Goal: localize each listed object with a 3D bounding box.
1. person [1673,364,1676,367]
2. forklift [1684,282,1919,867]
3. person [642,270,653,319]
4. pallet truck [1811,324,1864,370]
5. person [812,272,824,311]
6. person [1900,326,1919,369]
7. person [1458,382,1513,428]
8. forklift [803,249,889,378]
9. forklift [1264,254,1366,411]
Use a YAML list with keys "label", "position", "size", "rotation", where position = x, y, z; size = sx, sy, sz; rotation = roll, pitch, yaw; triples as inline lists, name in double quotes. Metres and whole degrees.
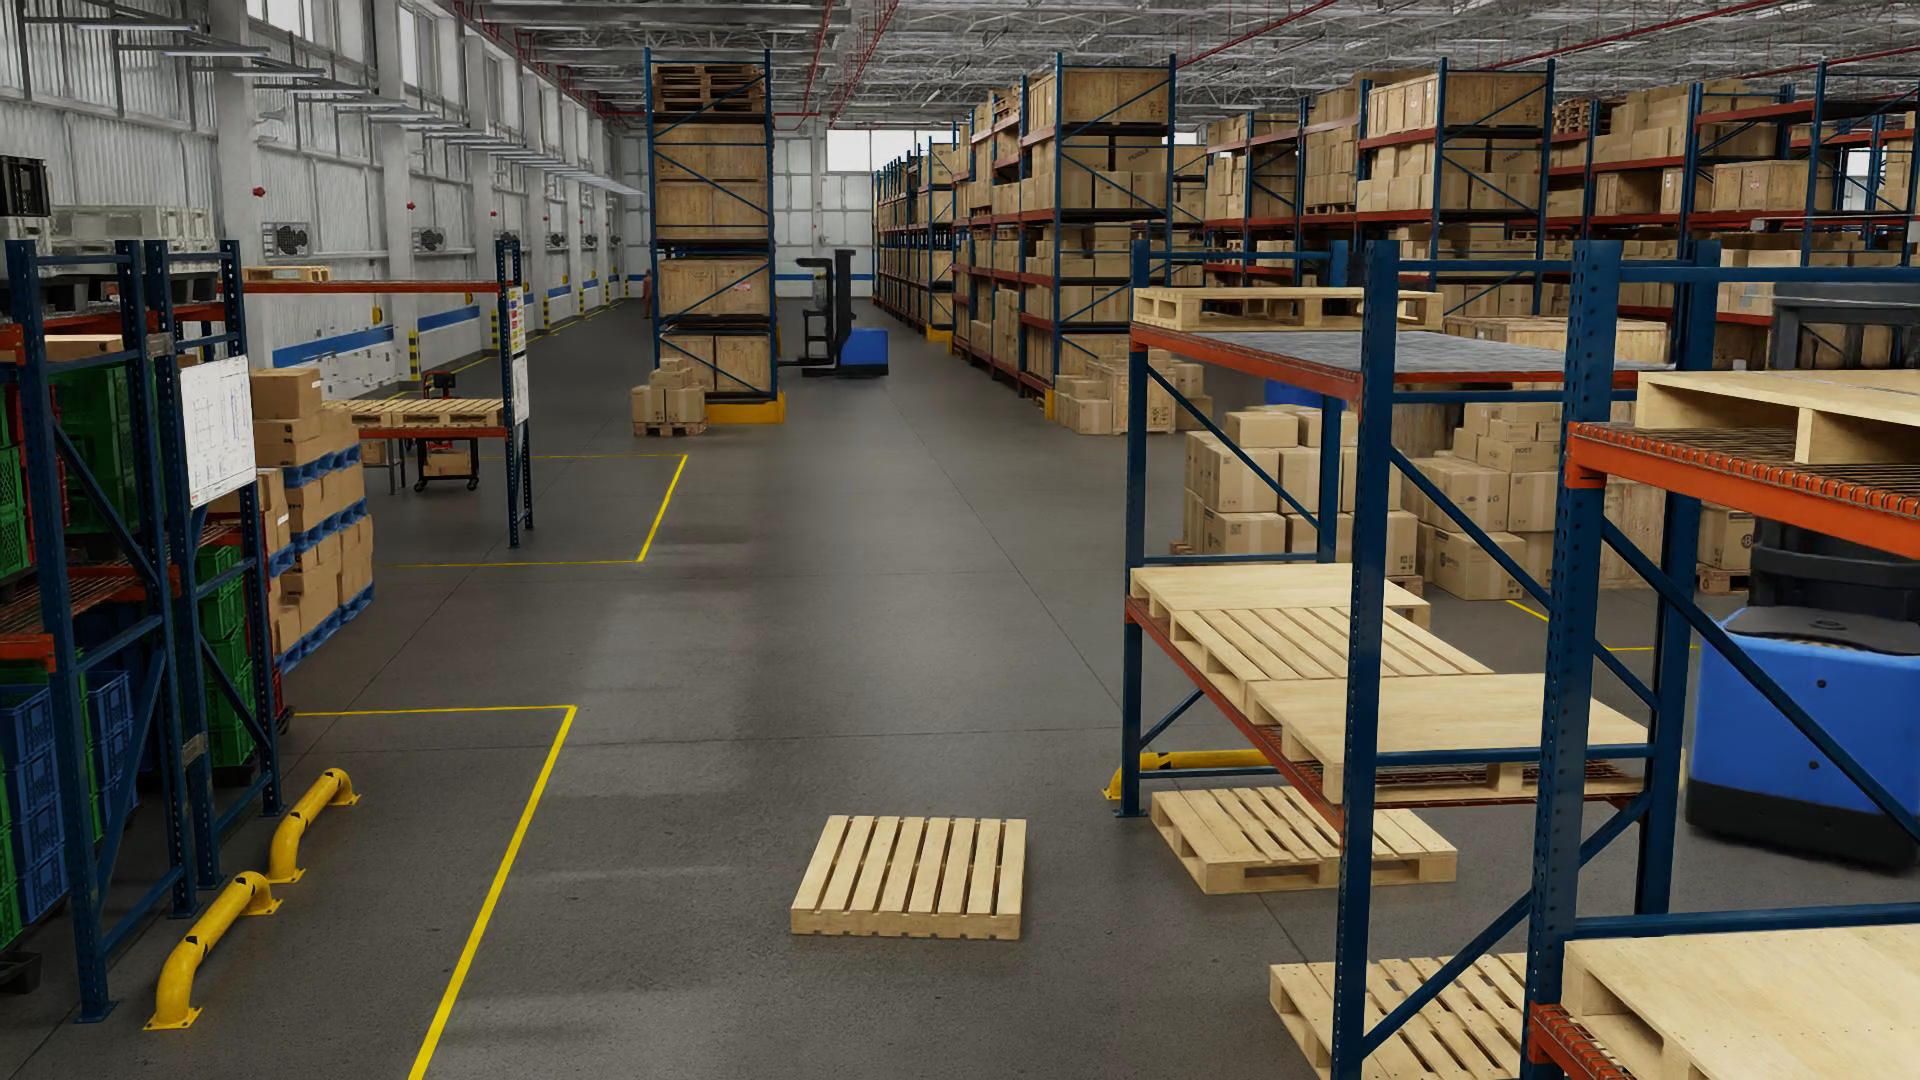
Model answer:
- label: "person"
  position: [8.468, -1.353, 19.133]
  size: [0.896, 1.901, 0.654]
  rotation: [-3, 11, -16]
- label: "forklift"
  position: [4.647, 0.052, 8.648]
  size: [1.129, 2.768, 1.873]
  rotation: [8, 13, 37]
- label: "person"
  position: [-12.033, -9.526, 64.463]
  size: [0.400, 1.894, 0.652]
  rotation: [9, 13, 40]
- label: "pallet truck"
  position: [15.846, -3.142, 28.793]
  size: [1.885, 1.965, 0.823]
  rotation: [2, 10, 12]
- label: "person"
  position: [-5.841, -10.186, 68.541]
  size: [0.512, 1.726, 0.377]
  rotation: [0, 10, 1]
- label: "person"
  position: [17.690, -3.459, 30.766]
  size: [0.636, 1.926, 0.428]
  rotation: [-1, 10, -6]
- label: "person"
  position: [5.560, -1.132, 17.780]
  size: [0.798, 1.967, 0.632]
  rotation: [-8, 13, -36]
- label: "forklift"
  position: [-2.549, -5.022, 36.758]
  size: [1.873, 2.768, 1.129]
  rotation: [-1, 10, -6]
- label: "forklift"
  position: [5.502, -2.771, 24.286]
  size: [1.873, 2.768, 1.129]
  rotation: [-4, 11, -22]
